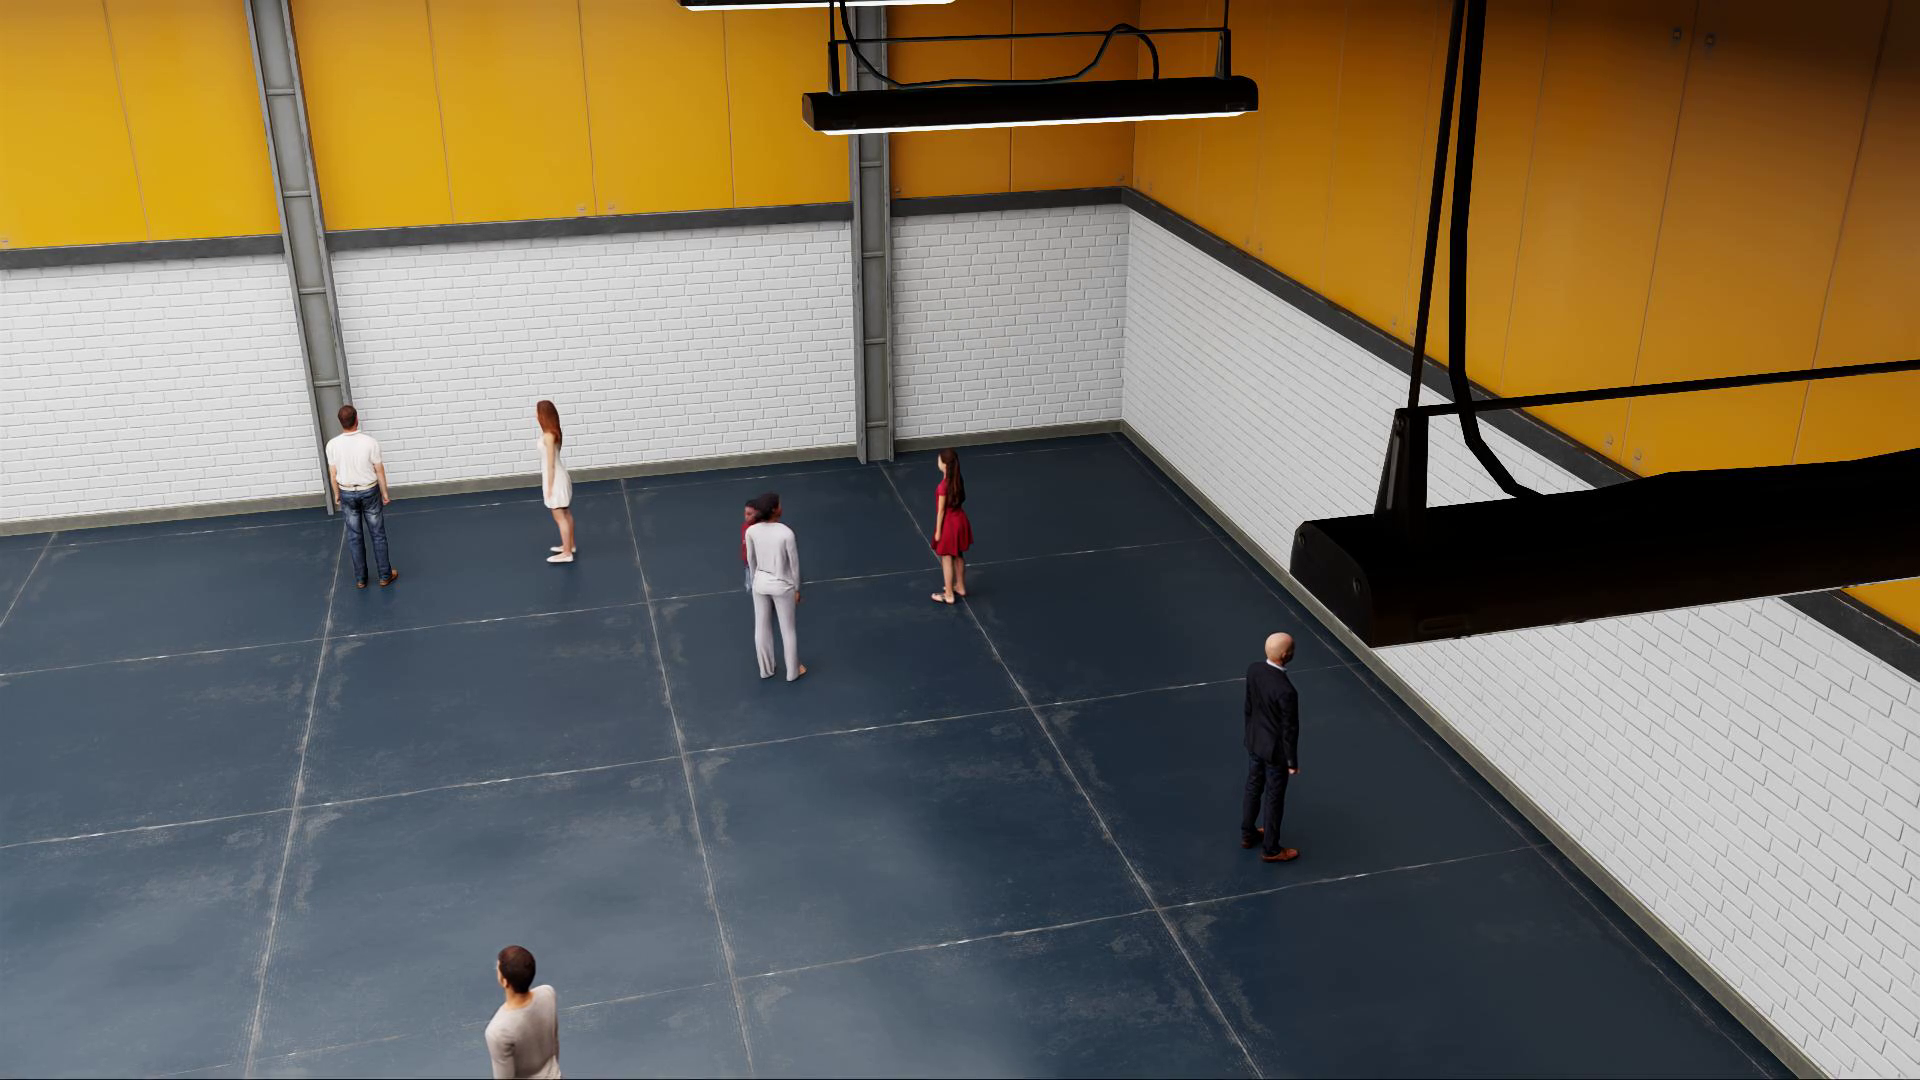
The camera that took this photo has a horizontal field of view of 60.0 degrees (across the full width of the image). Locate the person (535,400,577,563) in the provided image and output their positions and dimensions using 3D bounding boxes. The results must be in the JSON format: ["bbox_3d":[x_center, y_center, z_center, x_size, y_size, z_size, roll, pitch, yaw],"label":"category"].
[{"bbox_3d":[-4.108,-0.611,16.934,0.558,1.711,0.592,-3,24,-6],"label":"person"}]

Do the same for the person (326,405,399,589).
[{"bbox_3d":[-5.902,-0.431,16.343,0.516,1.853,0.740,-4,24,-9],"label":"person"}]

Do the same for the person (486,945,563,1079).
[{"bbox_3d":[-2.233,2.904,8.695,0.783,1.868,0.740,11,26,23],"label":"person"}]

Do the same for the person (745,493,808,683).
[{"bbox_3d":[-1.629,0.411,14.563,0.660,1.736,0.772,6,24,15],"label":"person"}]

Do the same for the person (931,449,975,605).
[{"bbox_3d":[-0.083,-0.147,16.070,0.746,1.551,0.685,14,27,29],"label":"person"}]

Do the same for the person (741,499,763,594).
[{"bbox_3d":[-1.872,0.183,15.699,0.678,1.244,0.731,9,25,19],"label":"person"}]

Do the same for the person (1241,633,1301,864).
[{"bbox_3d":[2.244,1.483,12.030,0.674,1.800,0.730,-13,27,-27],"label":"person"}]
